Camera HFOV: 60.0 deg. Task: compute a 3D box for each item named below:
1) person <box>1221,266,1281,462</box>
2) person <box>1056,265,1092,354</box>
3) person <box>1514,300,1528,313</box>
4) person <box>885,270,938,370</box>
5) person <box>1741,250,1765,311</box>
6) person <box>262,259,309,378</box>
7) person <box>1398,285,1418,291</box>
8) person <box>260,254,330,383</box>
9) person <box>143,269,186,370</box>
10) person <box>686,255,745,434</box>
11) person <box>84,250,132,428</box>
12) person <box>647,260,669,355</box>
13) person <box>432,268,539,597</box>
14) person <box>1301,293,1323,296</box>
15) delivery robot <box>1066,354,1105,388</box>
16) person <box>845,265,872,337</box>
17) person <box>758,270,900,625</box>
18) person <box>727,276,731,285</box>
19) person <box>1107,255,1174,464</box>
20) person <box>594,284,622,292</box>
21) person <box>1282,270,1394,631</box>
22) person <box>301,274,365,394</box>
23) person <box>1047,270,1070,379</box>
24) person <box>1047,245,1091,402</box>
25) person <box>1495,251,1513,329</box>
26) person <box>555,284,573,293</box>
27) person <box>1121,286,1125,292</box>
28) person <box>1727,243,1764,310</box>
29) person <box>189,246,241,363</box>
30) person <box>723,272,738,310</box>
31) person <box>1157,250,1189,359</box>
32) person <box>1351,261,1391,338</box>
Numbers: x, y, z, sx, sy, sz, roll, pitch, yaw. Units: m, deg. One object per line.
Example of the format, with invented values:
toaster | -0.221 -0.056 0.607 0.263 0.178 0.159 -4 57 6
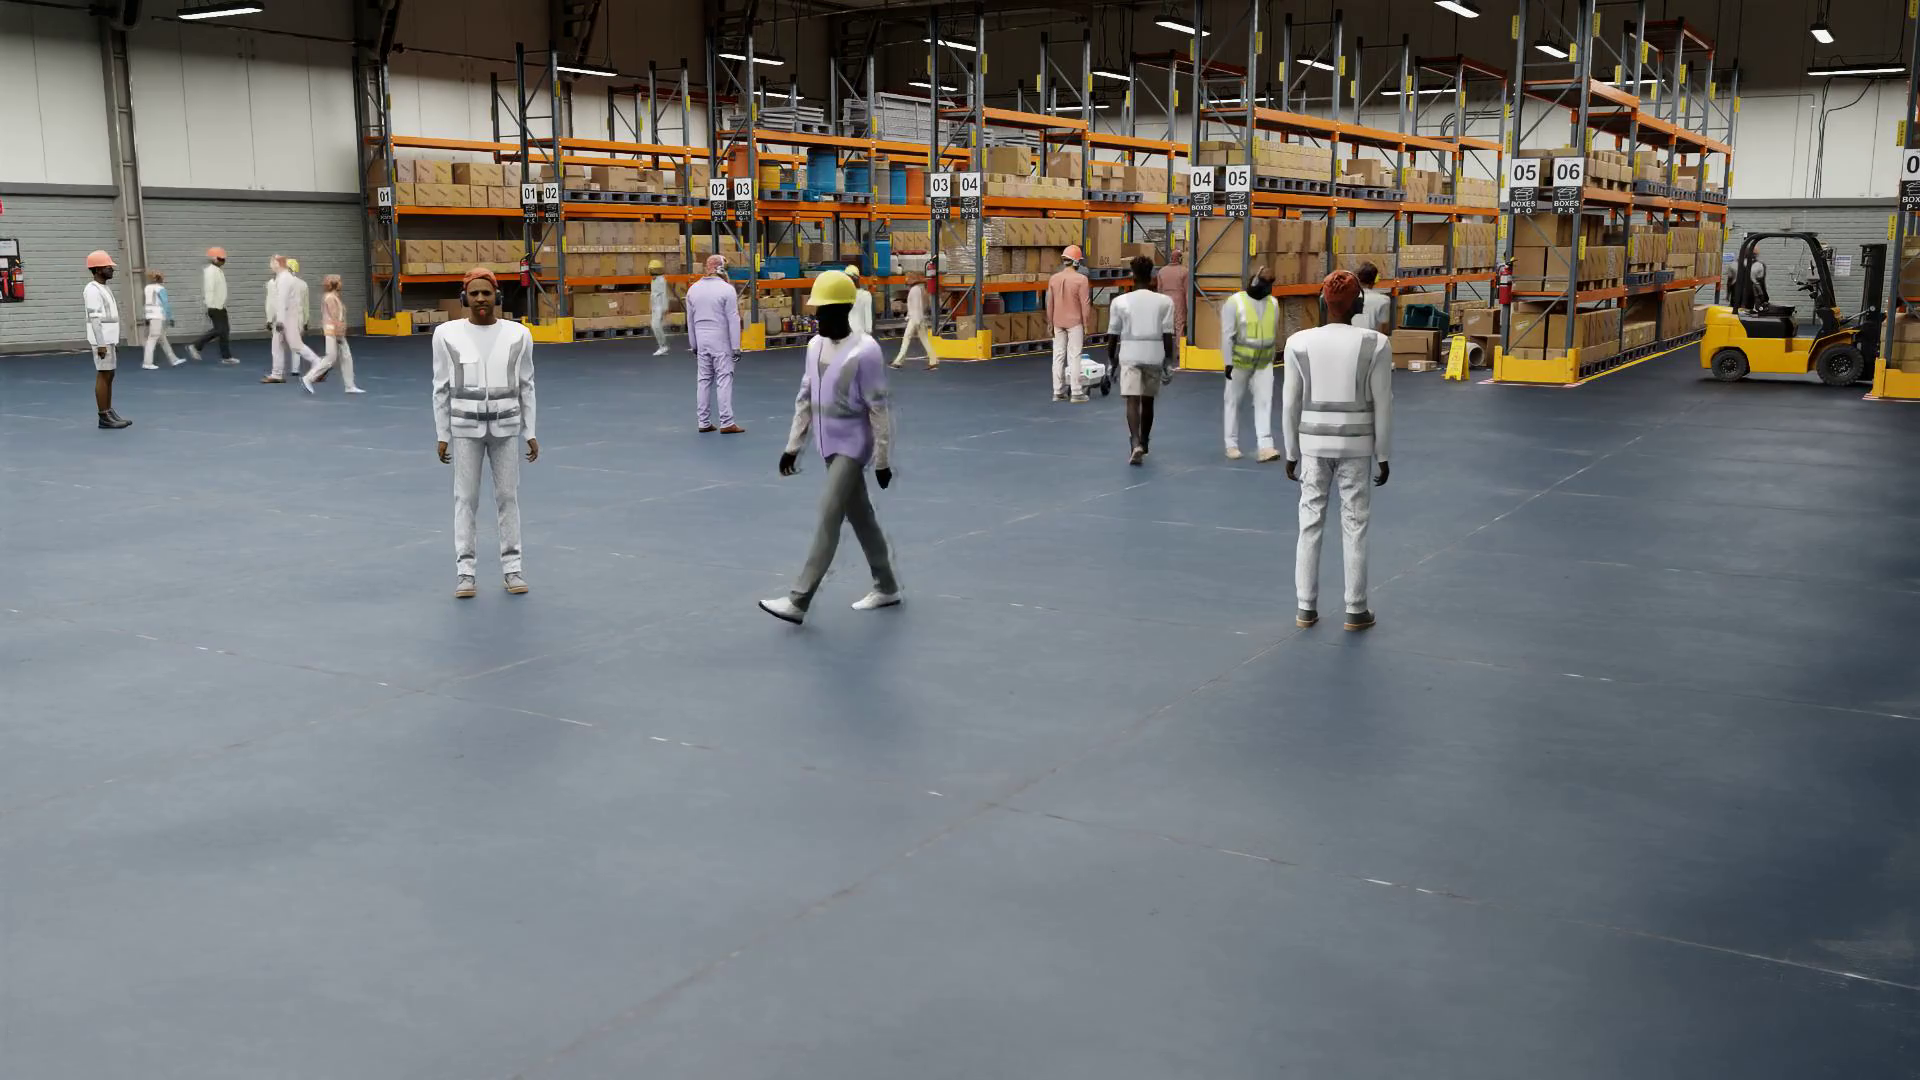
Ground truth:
person | 2.714 -1.612 15.387 0.653 1.797 0.875 -3 11 -16
person | 2.058 -4.289 30.069 0.638 1.923 0.466 6 12 30
person | 13.845 -6.263 40.831 0.634 2.011 0.523 3 10 15
person | -0.748 -3.505 26.579 0.840 1.590 0.510 2 10 11
person | 17.539 -5.531 36.975 0.631 1.939 1.045 4 11 20
person | -10.164 -3.314 24.984 0.771 1.786 0.406 -8 13 -39
person | 10.890 -6.112 40.518 0.441 1.832 0.580 -7 12 -33
person | -9.695 -3.204 24.130 0.904 1.869 0.642 -4 11 -23
person | -12.916 -3.565 26.897 0.537 1.593 0.845 8 13 37
person | -2.593 -2.085 17.769 0.649 1.899 0.401 6 12 30
person | -9.372 -2.194 18.258 0.351 1.942 0.547 -3 10 -15
person | -5.466 -4.179 29.983 0.431 1.722 0.507 -7 12 -33
person | -2.723 -0.614 9.570 0.574 1.883 0.355 -4 11 -21
person | 8.687 -6.259 41.219 0.674 1.863 0.932 4 11 19
delivery robot | 1.656 -2.209 21.960 0.477 0.478 0.707 4 11 23
person | -1.389 -2.691 21.596 0.548 1.728 0.743 1 10 6
person | -0.693 -0.494 8.924 0.994 1.874 0.596 -7 12 -34
person | -4.435 -4.304 30.701 0.921 1.715 0.525 5 11 26
person | 1.683 -1.675 15.438 0.607 1.923 0.992 0 10 -1
person | -8.135 -5.726 38.220 0.616 1.872 0.944 4 11 22
person | 1.974 -0.461 8.719 0.574 1.882 0.356 4 11 23
person | -8.452 -2.754 22.297 0.728 1.615 0.510 -2 10 -11
person | 1.539 -3.197 24.734 0.498 1.634 0.279 1 10 8
person | 1.413 -2.763 21.294 0.621 1.992 0.397 8 13 38
person | 12.976 -5.943 39.496 0.516 1.860 0.322 4 11 21
person | -9.277 -5.850 38.936 0.520 1.873 0.335 5 11 26
person | 4.230 -6.237 41.676 0.316 1.671 0.621 7 12 35
person | 16.614 -5.268 35.194 0.695 2.000 0.599 5 11 27
person | -12.549 -3.929 27.896 0.674 1.977 0.629 -1 10 -7
person | -3.860 -3.587 26.984 0.507 1.636 0.411 1 10 7
person | 3.798 -4.143 29.274 0.651 1.904 0.403 7 12 33
person | 3.979 -1.819 16.428 0.494 1.855 0.453 6 12 29
